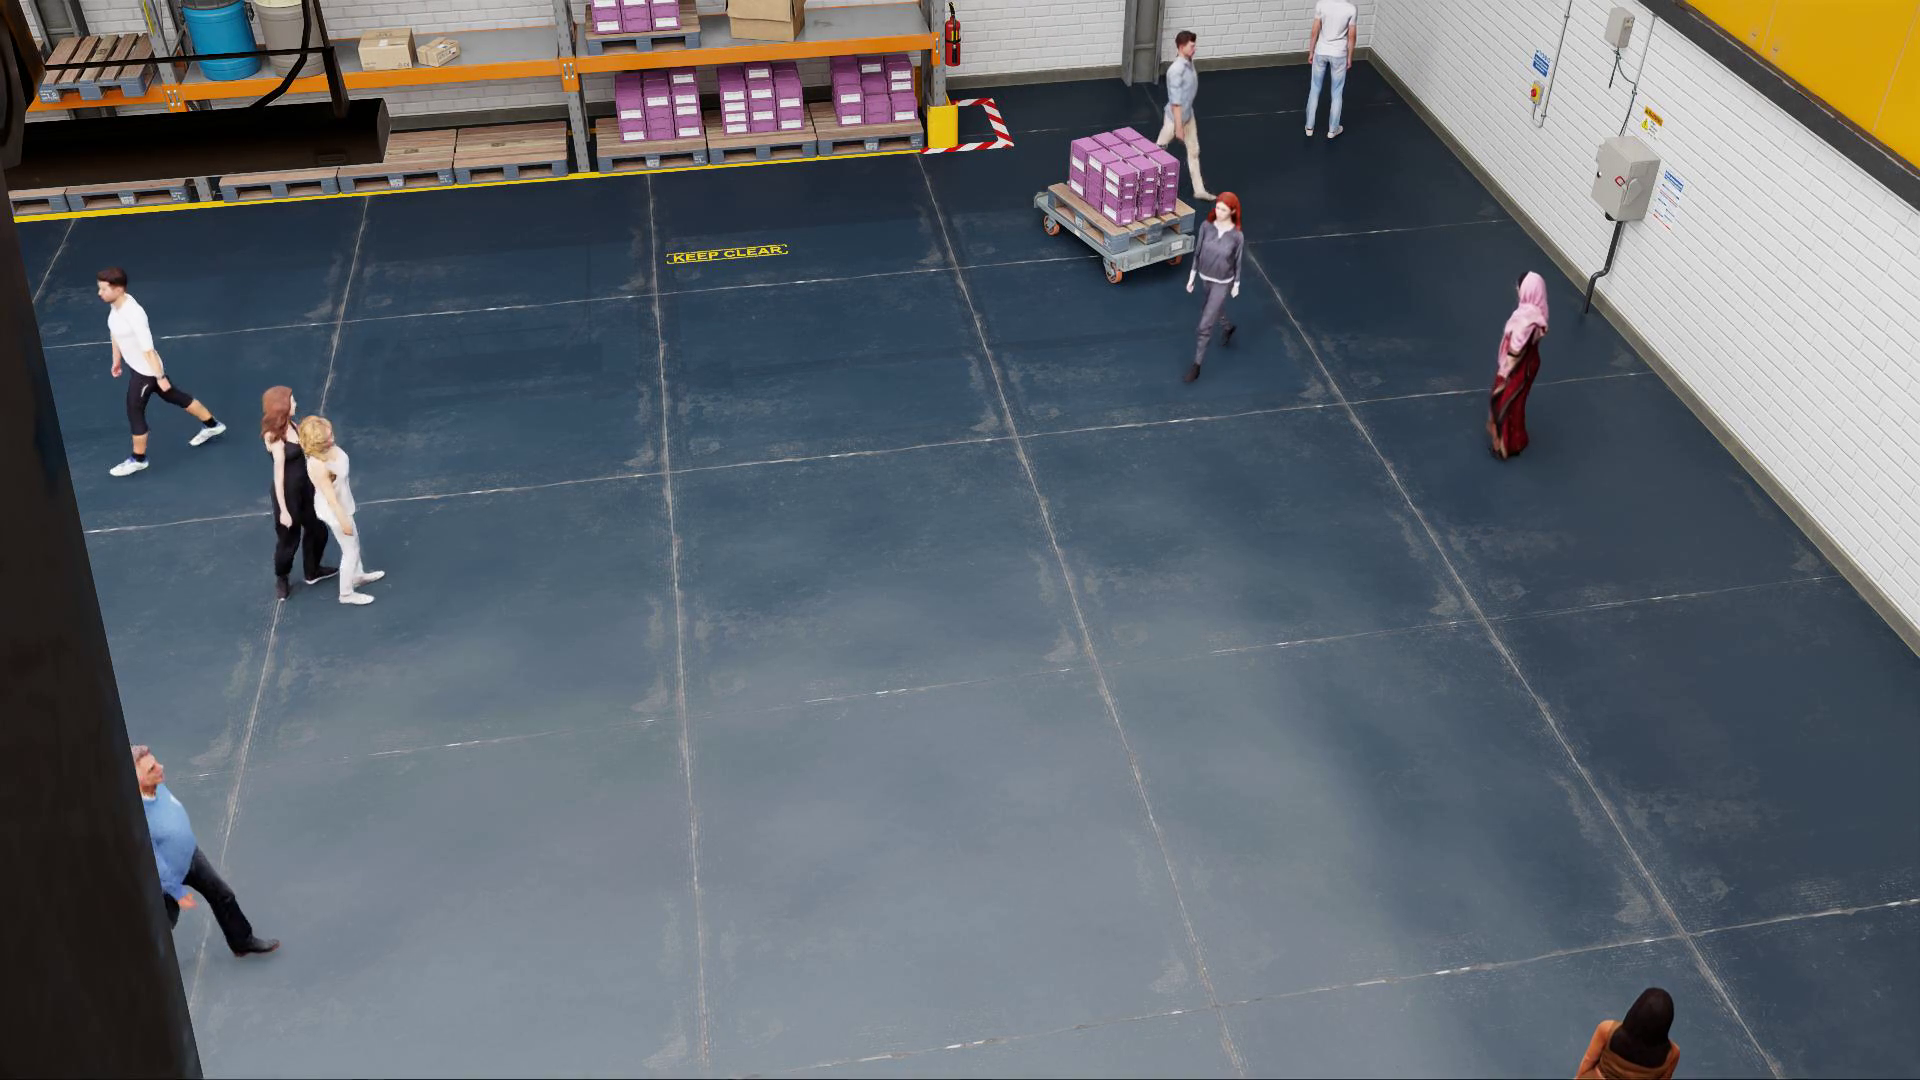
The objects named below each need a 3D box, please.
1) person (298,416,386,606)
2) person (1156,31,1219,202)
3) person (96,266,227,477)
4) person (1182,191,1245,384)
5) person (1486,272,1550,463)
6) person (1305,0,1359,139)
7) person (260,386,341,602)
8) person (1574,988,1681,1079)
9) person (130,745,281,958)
[{"bbox_3d":[-4.627,-0.276,12.333,0.648,1.653,0.666,-24,44,-27],"label":"person"},{"bbox_3d":[2.198,-4.432,17.416,1.298,1.803,1.168,19,42,22],"label":"person"},{"bbox_3d":[-6.619,-1.455,13.684,1.311,1.810,1.030,-25,45,-28],"label":"person"},{"bbox_3d":[2.307,-2.315,14.814,1.067,1.742,1.190,28,46,31],"label":"person"},{"bbox_3d":[4.672,-1.474,13.862,0.930,1.616,0.874,23,44,26],"label":"person"},{"bbox_3d":[4.153,-5.428,18.627,0.679,1.850,0.790,14,41,17],"label":"person"},{"bbox_3d":[-5.006,-0.335,12.360,0.770,1.712,0.753,9,39,11],"label":"person"},{"bbox_3d":[3.302,2.832,8.414,0.601,1.687,0.698,14,41,17],"label":"person"},{"bbox_3d":[-4.623,1.884,9.522,1.170,1.786,0.734,-1,39,-2],"label":"person"}]
